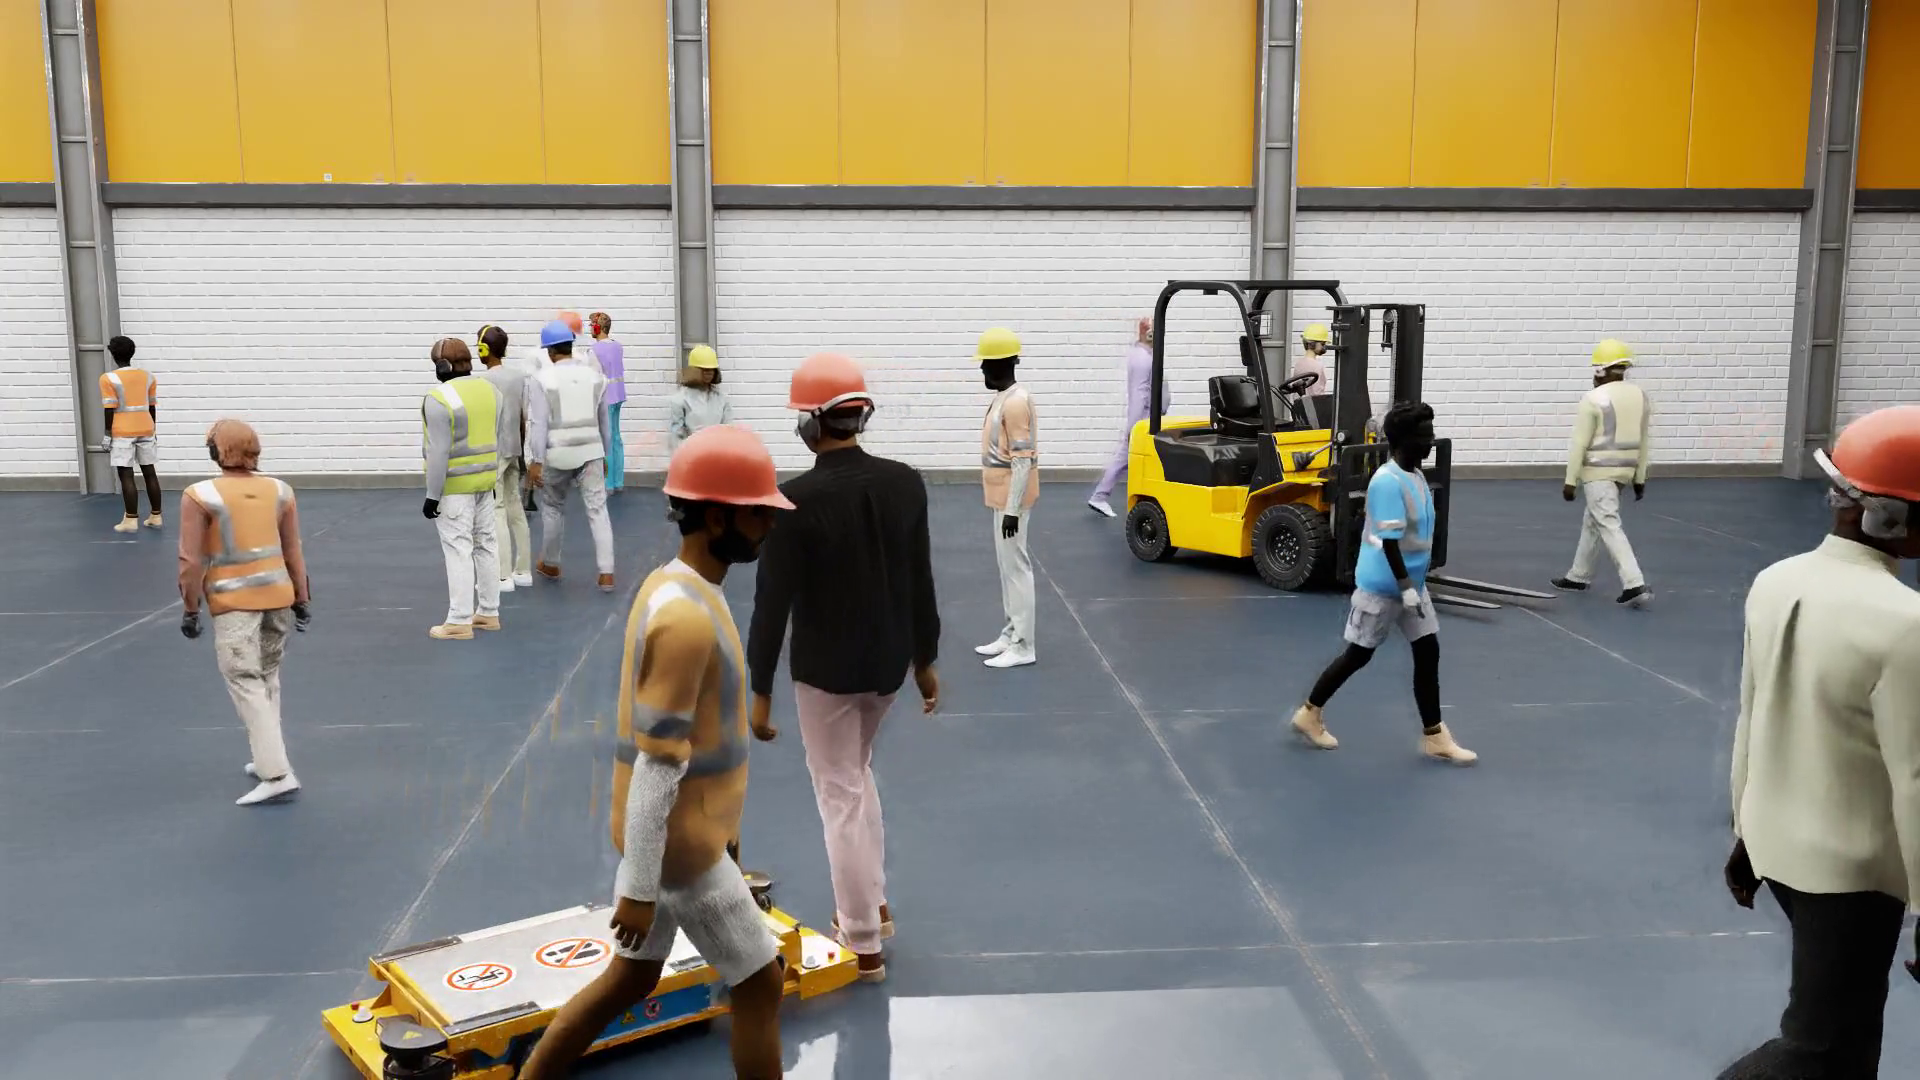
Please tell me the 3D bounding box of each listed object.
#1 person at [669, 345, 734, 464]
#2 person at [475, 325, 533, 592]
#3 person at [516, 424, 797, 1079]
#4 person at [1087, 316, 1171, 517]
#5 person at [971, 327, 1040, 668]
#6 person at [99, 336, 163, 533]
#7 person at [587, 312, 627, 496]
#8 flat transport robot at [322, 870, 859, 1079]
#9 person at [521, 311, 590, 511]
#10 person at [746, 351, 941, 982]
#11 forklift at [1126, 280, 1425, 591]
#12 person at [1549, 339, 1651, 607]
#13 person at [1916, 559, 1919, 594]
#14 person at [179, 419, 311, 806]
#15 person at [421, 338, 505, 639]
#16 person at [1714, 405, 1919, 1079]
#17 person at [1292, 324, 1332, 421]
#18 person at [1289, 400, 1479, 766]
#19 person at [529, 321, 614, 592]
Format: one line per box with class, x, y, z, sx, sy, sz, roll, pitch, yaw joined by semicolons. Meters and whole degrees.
person;-1.751;-0.501;11.714;0.658;1.722;0.489;8;12;42
person;-3.236;-0.569;11.670;0.310;1.868;0.533;4;10;23
person;-0.732;0.671;3.872;0.969;1.890;0.543;-2;9;-13
person;1.649;-1.101;15.067;1.027;1.860;0.646;1;9;3
person;0.256;-0.238;9.417;0.382;1.923;0.591;-1;9;-4
person;-7.163;-0.914;14.361;0.317;1.698;0.540;4;10;25
person;-3.552;-1.357;16.686;0.389;1.846;0.566;2;9;15
flat transport robot;-1.075;1.297;4.956;1.431;0.197;0.652;-7;11;-37
person;-3.690;-1.137;15.195;0.648;1.888;0.429;0;9;-1
person;-0.408;0.396;5.261;0.655;1.975;0.567;-8;12;-43
forklift;2.301;-0.860;12.475;1.214;2.155;2.313;-6;11;-35
person;4.389;-0.460;11.232;0.604;1.796;0.910;-5;10;-28
person;6.652;-0.469;11.115;0.348;1.846;0.506;-6;11;-35
person;-2.989;0.294;7.085;0.603;1.606;0.531;6;11;33
person;-3.057;-0.314;10.172;0.429;1.838;0.622;4;10;22
person;1.821;0.683;3.590;0.916;1.959;0.635;-1;9;-4
person;3.242;-1.110;15.397;0.329;1.765;0.527;-2;9;-11
person;1.925;0.185;7.582;0.840;1.662;0.536;7;11;37
person;-2.774;-0.595;11.766;0.649;1.883;0.979;-7;11;-37
